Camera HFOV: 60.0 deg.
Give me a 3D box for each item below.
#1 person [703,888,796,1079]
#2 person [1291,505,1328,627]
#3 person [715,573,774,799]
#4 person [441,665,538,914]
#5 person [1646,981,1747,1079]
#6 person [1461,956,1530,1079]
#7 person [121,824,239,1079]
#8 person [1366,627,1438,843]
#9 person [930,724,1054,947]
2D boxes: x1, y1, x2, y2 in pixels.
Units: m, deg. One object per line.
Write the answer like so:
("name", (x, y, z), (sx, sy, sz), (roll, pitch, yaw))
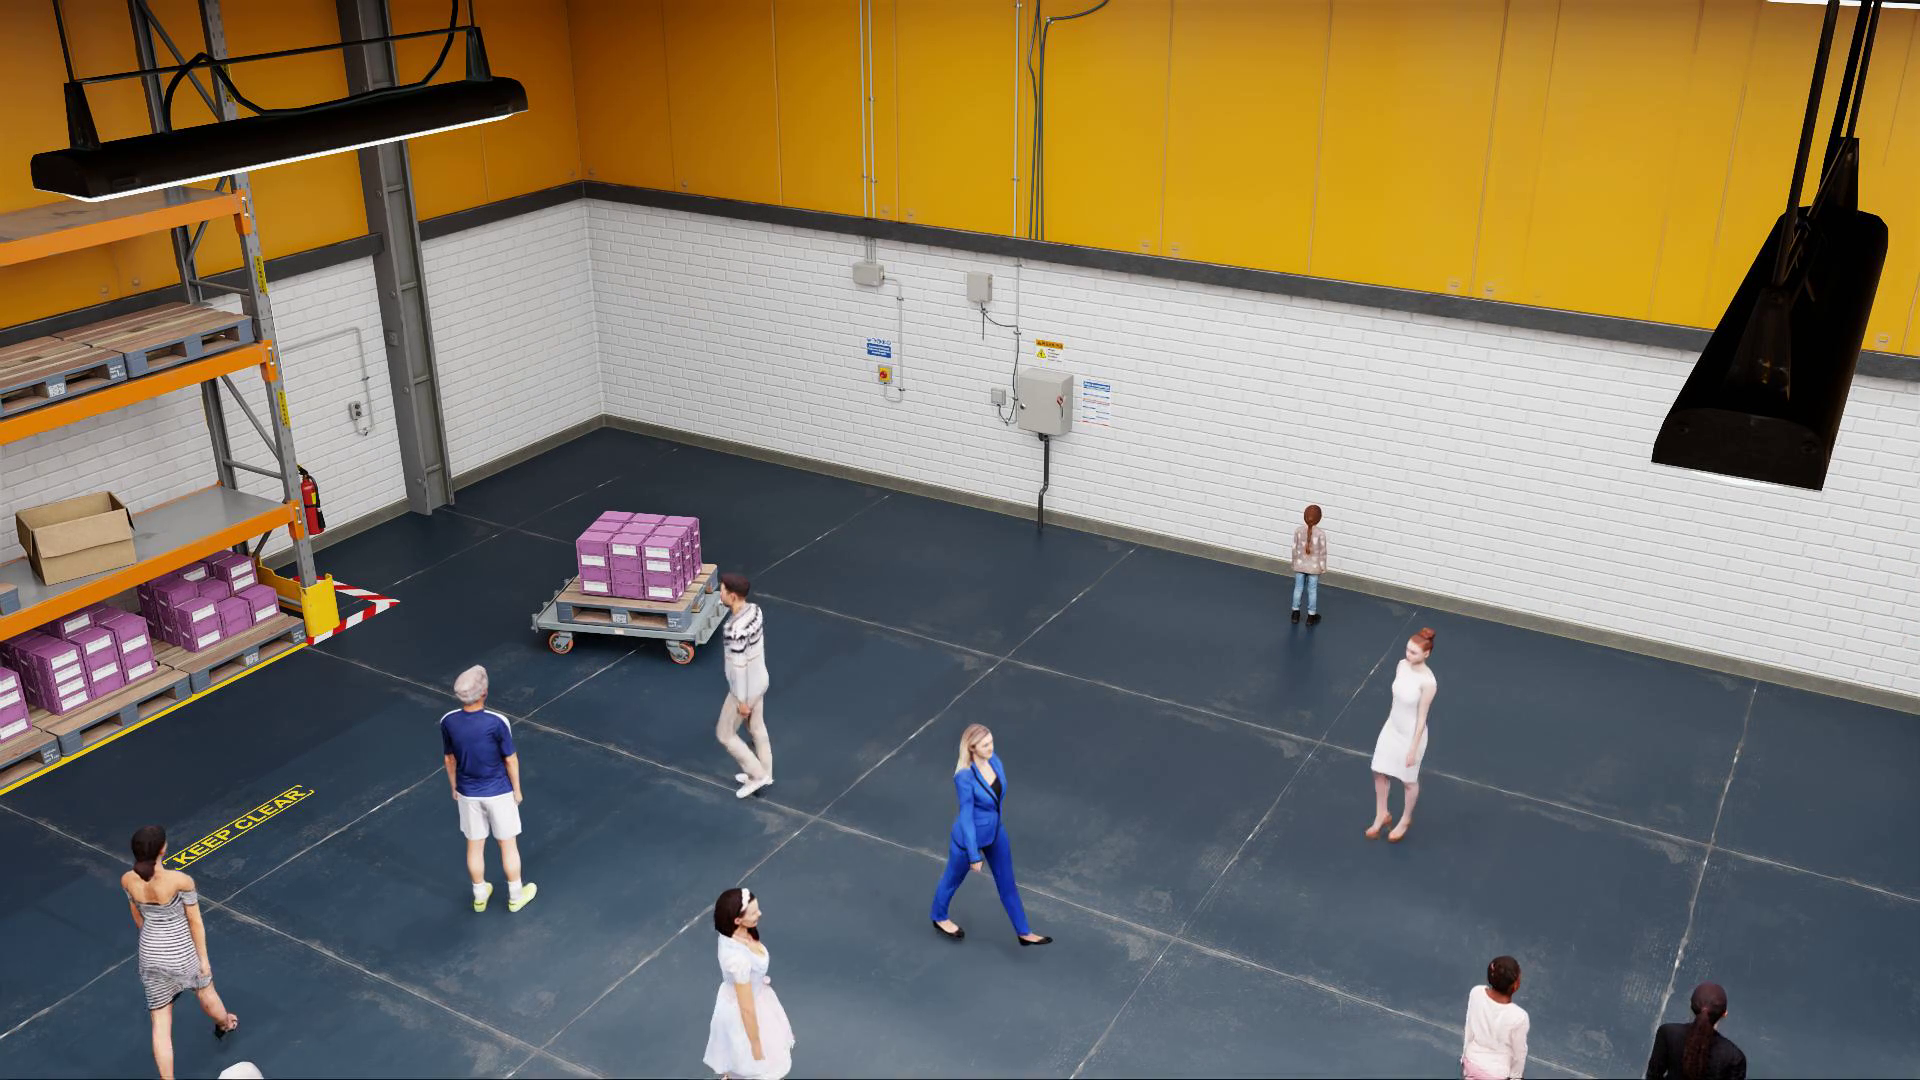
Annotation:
("person", (-1.264, 2.675, 9.109), (0.987, 1.804, 0.941), (-4, 24, -9))
("person", (3.239, 0.225, 15.475), (0.489, 1.194, 0.480), (11, 26, 23))
("person", (-1.543, 1.108, 12.649), (0.832, 1.839, 0.677), (6, 24, 13))
("person", (-3.230, 1.697, 11.307), (0.708, 1.836, 0.692), (1, 24, 3))
("person", (3.674, 3.046, 8.499), (1.139, 1.612, 0.810), (-21, 31, -39))
("person", (2.860, 2.892, 9.071), (0.852, 1.437, 0.709), (-17, 29, -34))
("person", (-4.571, 2.495, 9.551), (0.971, 1.778, 1.164), (0, 24, -1))
("person", (3.299, 1.419, 12.005), (0.763, 1.785, 0.720), (-9, 25, -20))
("person", (0.020, 1.947, 10.954), (0.733, 1.660, 1.034), (14, 27, 29))
